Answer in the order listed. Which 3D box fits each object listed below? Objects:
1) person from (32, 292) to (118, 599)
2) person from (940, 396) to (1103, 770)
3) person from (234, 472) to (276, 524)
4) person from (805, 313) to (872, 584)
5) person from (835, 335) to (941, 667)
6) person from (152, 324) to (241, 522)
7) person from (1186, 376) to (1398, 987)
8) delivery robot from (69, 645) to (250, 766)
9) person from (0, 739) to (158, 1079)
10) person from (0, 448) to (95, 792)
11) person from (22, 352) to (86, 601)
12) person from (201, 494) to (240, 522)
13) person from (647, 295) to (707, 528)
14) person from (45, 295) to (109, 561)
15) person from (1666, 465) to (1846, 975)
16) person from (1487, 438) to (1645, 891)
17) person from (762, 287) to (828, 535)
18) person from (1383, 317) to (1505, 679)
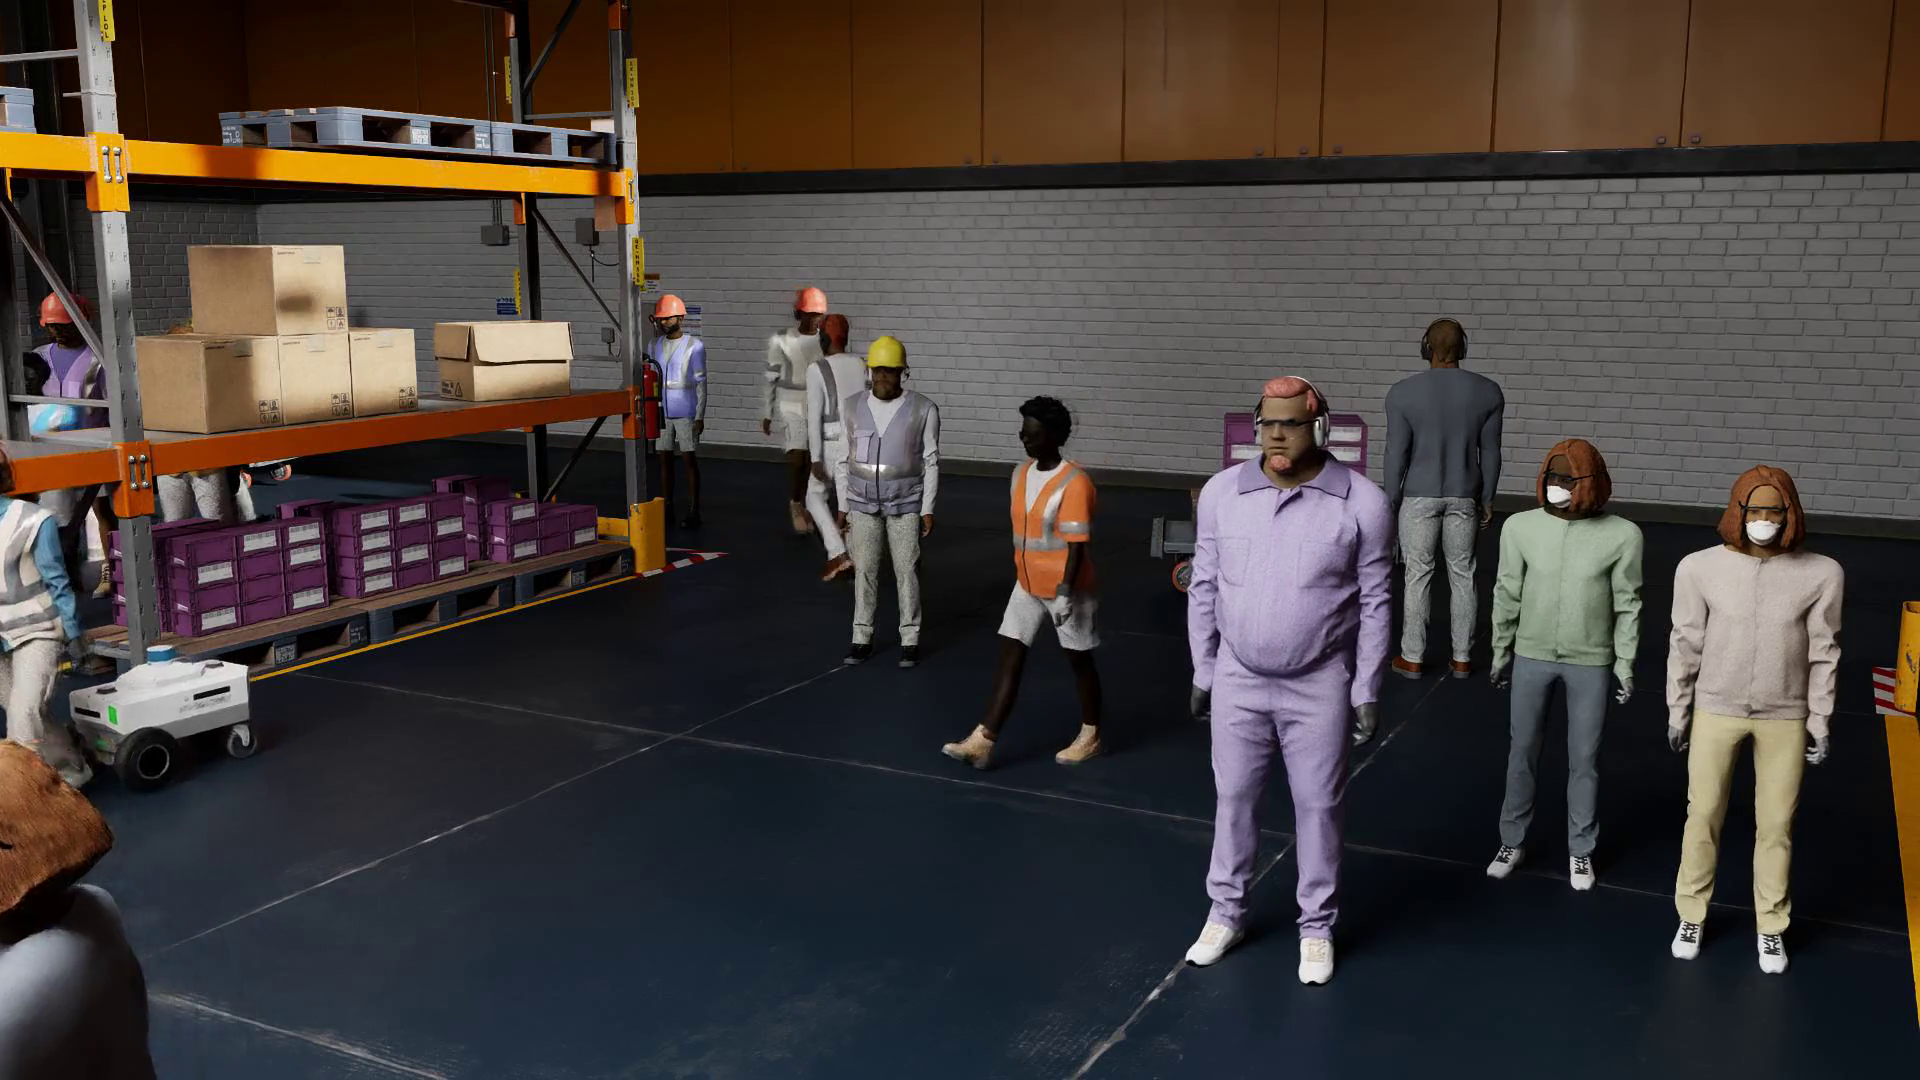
[{"bbox_3d":[-5.820,-0.615,10.951,0.605,2.036,0.389,0,10,1],"label":"person"},{"bbox_3d":[0.315,0.214,7.225,0.835,1.649,0.557,-7,12,-36],"label":"person"},{"bbox_3d":[-6.022,-0.903,13.392,0.595,1.785,0.966,9,13,43],"label":"person"},{"bbox_3d":[-0.829,-0.613,11.428,0.587,1.872,0.406,-8,13,-38],"label":"person"},{"bbox_3d":[-0.409,-0.210,9.186,0.590,1.835,0.404,2,10,10],"label":"person"},{"bbox_3d":[-4.900,-0.456,10.632,0.619,1.835,0.430,0,10,-1],"label":"person"},{"bbox_3d":[1.010,0.441,5.211,0.642,1.909,0.399,5,11,25],"label":"person"},{"bbox_3d":[-3.500,0.706,7.311,0.477,0.478,0.707,6,11,30],"label":"delivery robot"},{"bbox_3d":[-1.328,1.071,2.489,0.847,1.582,0.504,-3,10,-19],"label":"person"},{"bbox_3d":[-3.693,0.370,6.529,0.522,1.589,0.837,1,10,7],"label":"person"},{"bbox_3d":[-5.641,-0.298,10.126,0.548,1.684,0.490,1,10,3],"label":"person"},{"bbox_3d":[-5.075,-0.523,11.199,0.326,1.767,0.533,0,10,-1],"label":"person"},{"bbox_3d":[-2.374,-1.063,13.825,0.552,1.936,0.358,4,10,20],"label":"person"},{"bbox_3d":[-6.504,-0.806,12.230,0.636,1.973,0.522,4,10,20],"label":"person"},{"bbox_3d":[2.509,0.567,5.298,0.493,1.624,0.282,3,10,19],"label":"person"},{"bbox_3d":[2.164,0.446,5.972,0.504,1.631,0.282,5,11,27],"label":"person"},{"bbox_3d":[-1.234,-1.019,13.363,0.655,2.013,0.541,-4,10,-20],"label":"person"},{"bbox_3d":[2.565,-0.214,8.907,0.627,1.940,0.372,0,10,2],"label":"person"}]
